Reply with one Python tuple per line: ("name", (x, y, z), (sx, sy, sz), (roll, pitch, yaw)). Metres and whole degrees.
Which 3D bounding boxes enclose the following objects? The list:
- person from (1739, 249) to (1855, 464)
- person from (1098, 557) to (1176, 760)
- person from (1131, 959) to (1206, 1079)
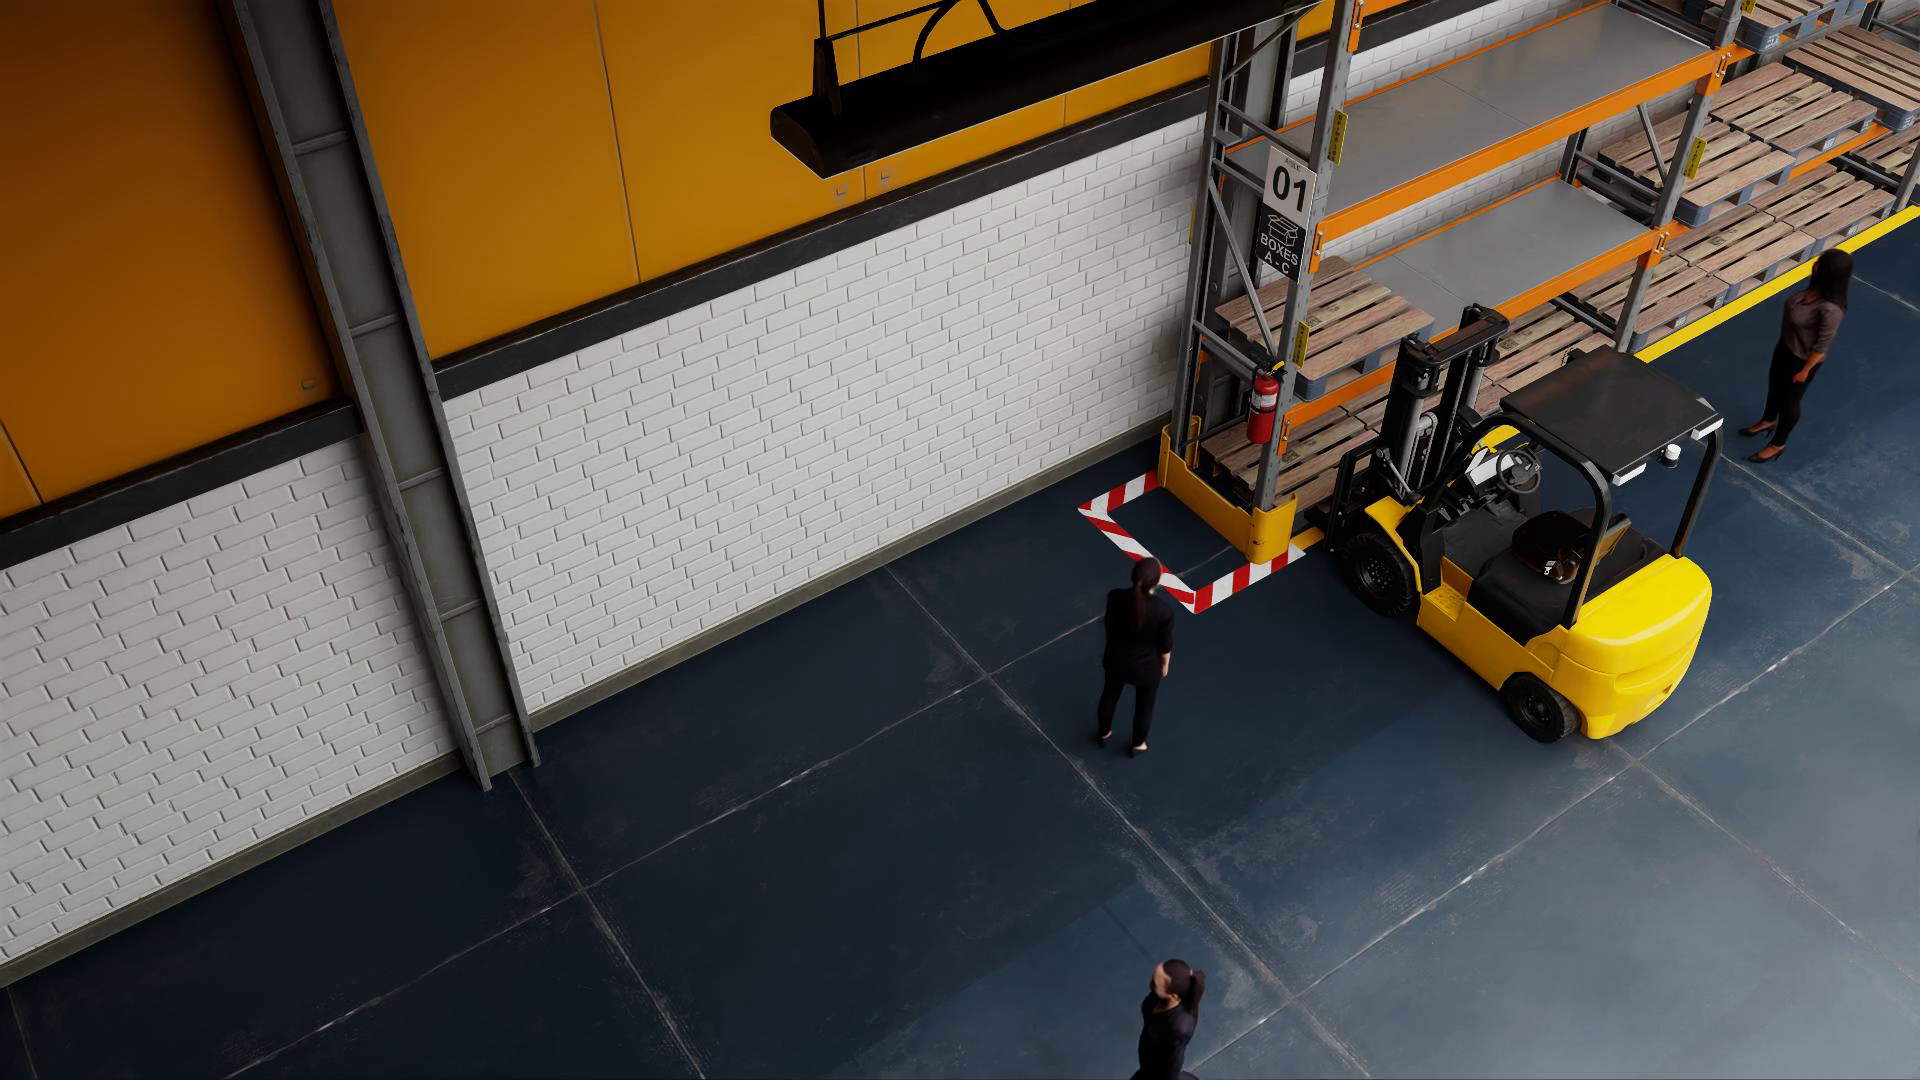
("person", (6.233, -1.370, 12.325), (0.800, 1.840, 0.743), (7, 44, 7))
("person", (1.067, 0.742, 10.240), (0.679, 1.658, 0.689), (20, 47, 19))
("person", (1.071, 2.588, 8.279), (1.104, 1.689, 0.951), (0, 44, 0))
